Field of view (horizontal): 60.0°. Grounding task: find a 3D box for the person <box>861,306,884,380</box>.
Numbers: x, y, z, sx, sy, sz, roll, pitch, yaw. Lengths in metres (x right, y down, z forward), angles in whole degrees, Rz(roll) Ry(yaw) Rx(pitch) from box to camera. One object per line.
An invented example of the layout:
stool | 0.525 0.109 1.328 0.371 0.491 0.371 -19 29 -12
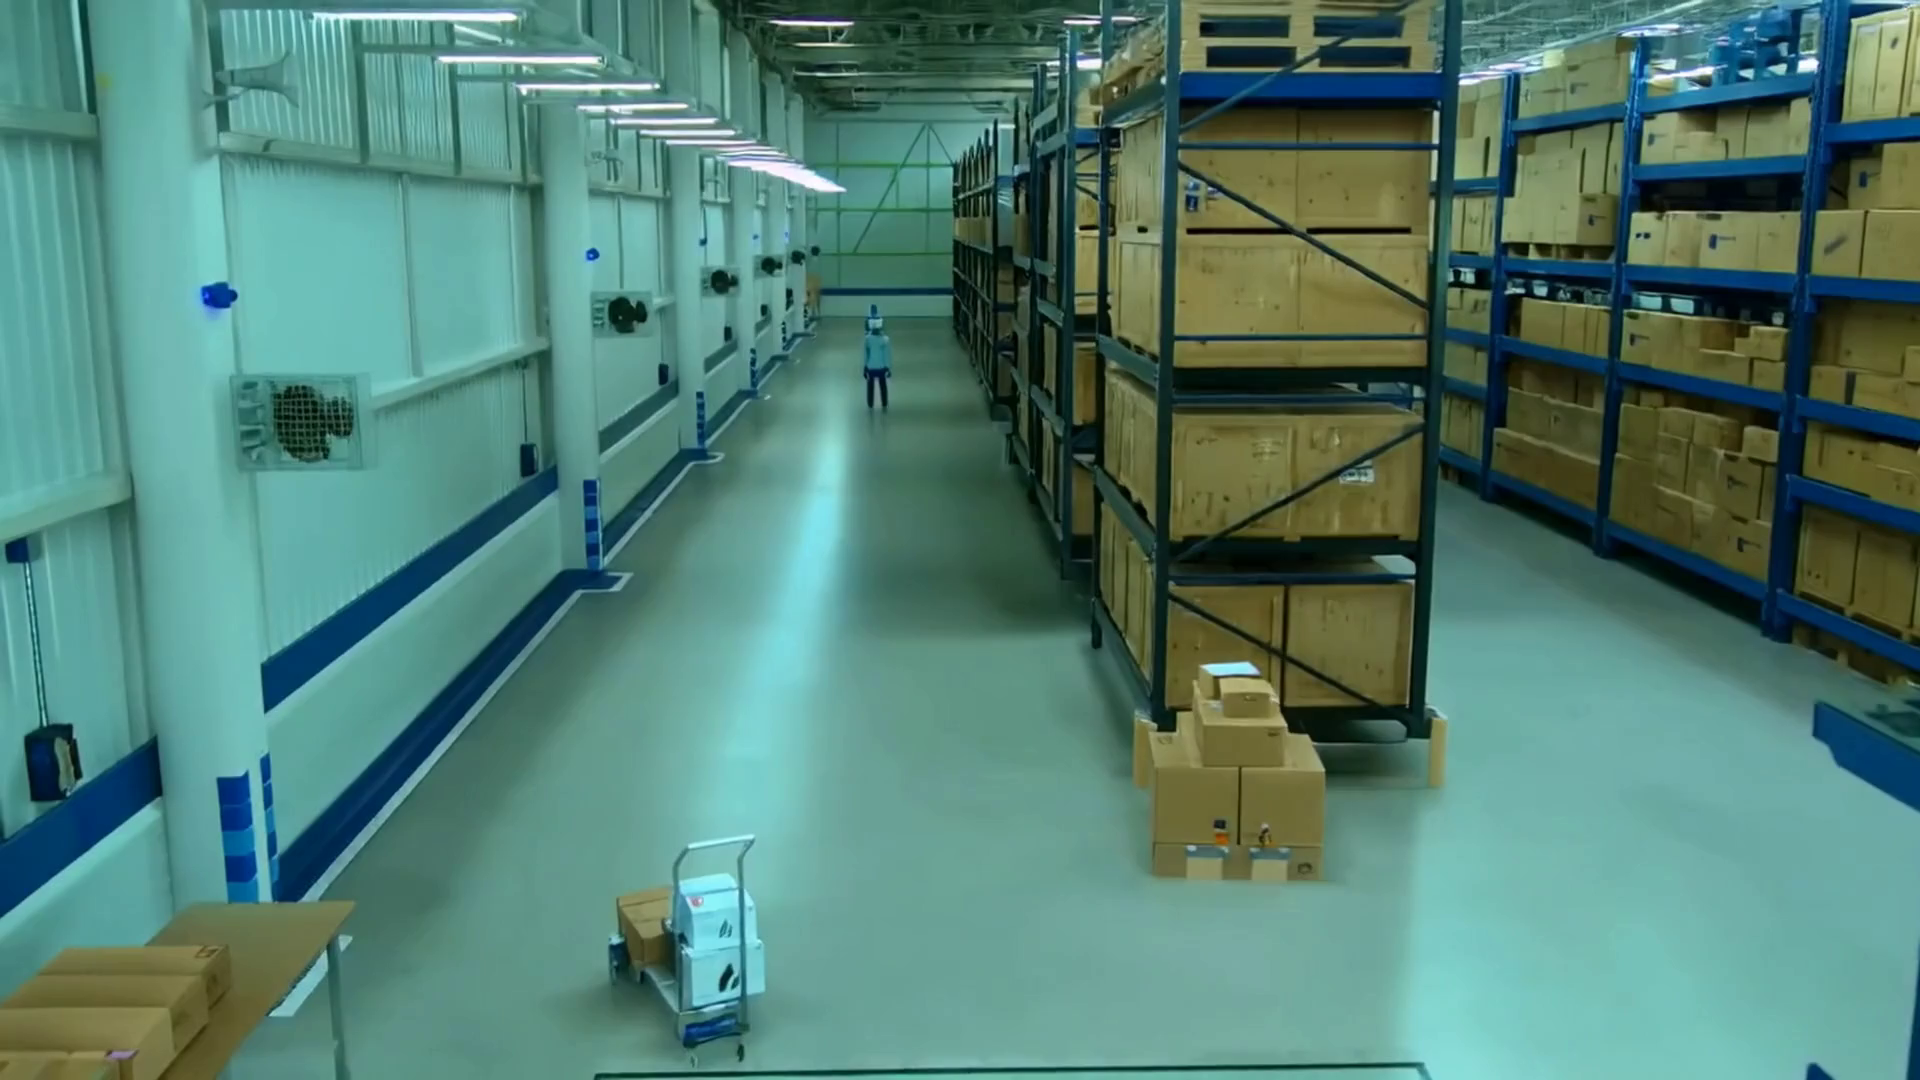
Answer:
person | -2.236 -5.058 42.712 0.594 1.909 0.399 -2 11 -10

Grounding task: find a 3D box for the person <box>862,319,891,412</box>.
person | -1.788 -3.734 35.618 0.616 1.987 0.407 0 11 0
